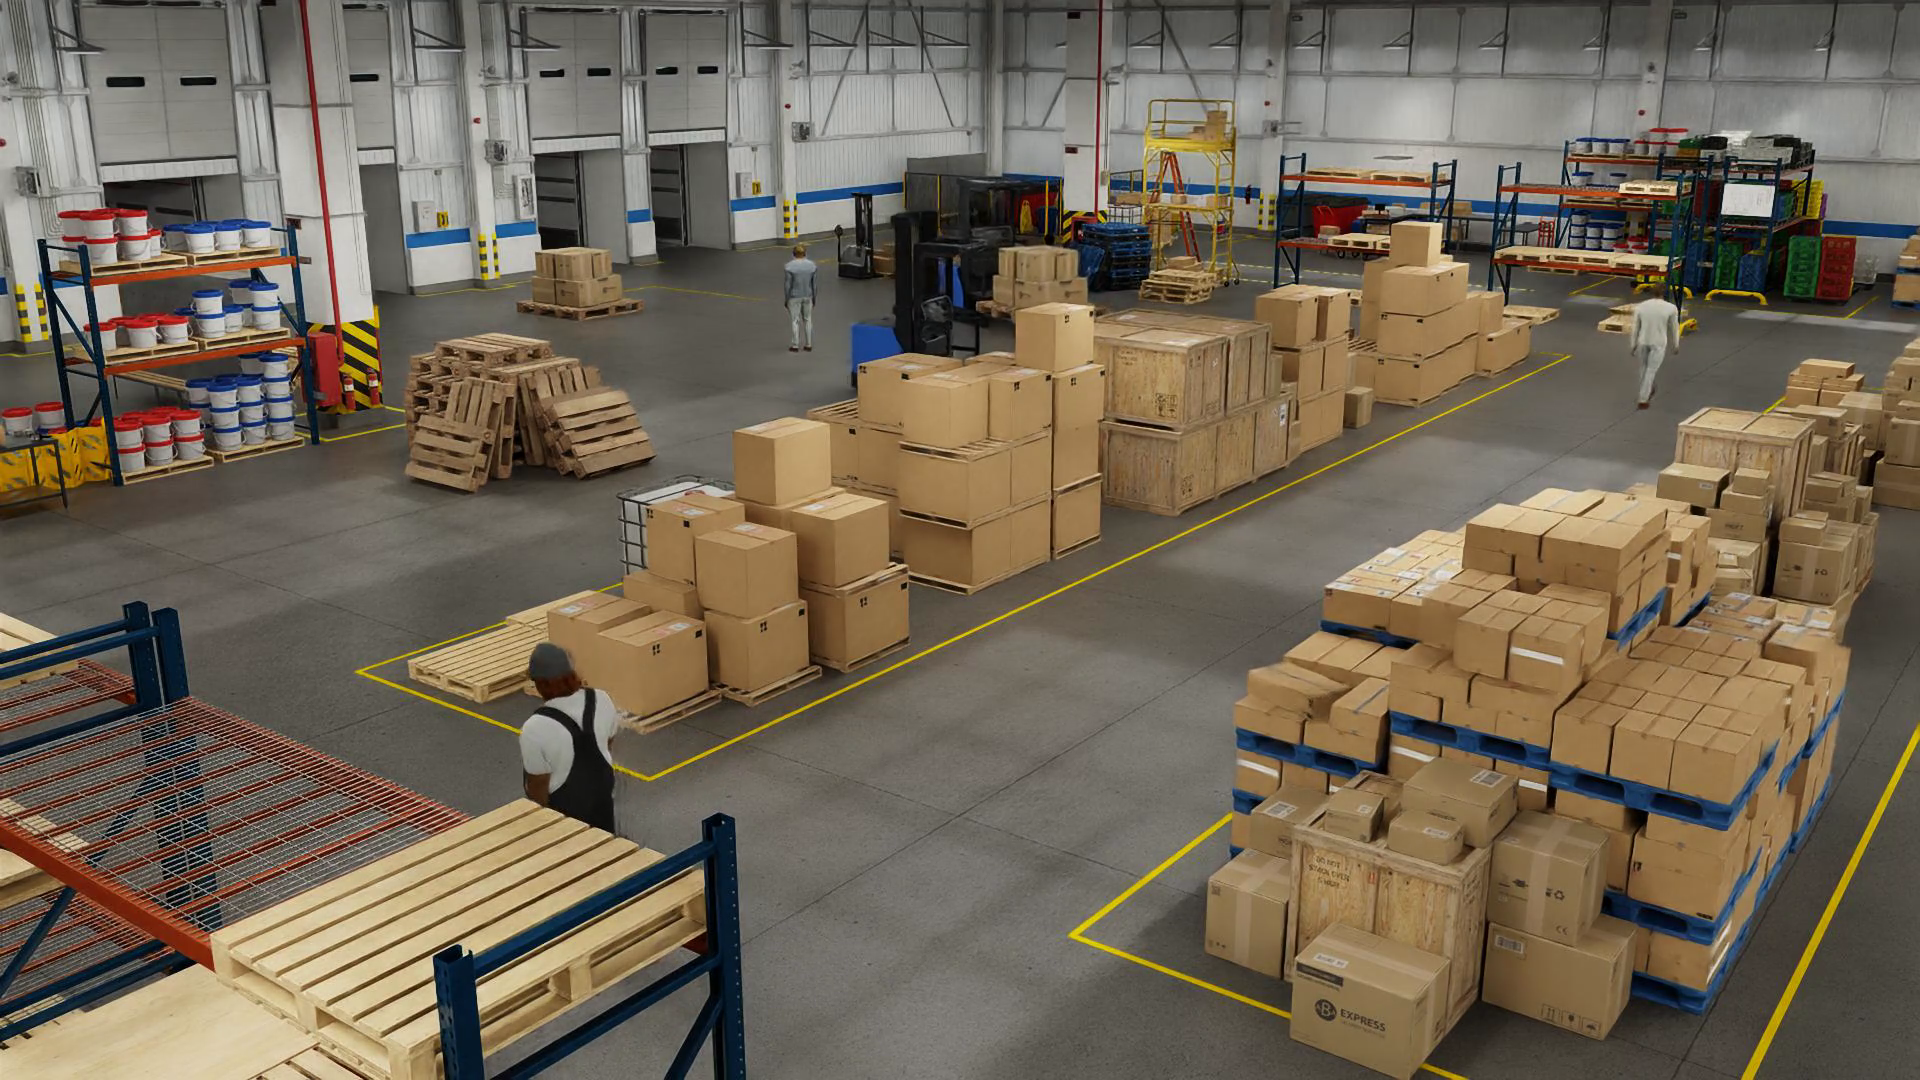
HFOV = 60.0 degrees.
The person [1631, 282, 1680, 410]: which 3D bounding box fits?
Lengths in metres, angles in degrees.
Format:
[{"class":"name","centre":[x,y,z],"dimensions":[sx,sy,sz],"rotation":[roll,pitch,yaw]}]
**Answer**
[{"class":"person","centre":[10.578,-2.966,25.290],"dimensions":[1.020,1.884,0.656],"rotation":[-16,23,-42]}]

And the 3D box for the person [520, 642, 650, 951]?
[{"class":"person","centre":[-2.340,1.540,10.105],"dimensions":[1.015,2.000,0.691],"rotation":[14,22,39]}]

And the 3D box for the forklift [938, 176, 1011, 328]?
[{"class":"forklift","centre":[0.430,-5.728,32.741],"dimensions":[1.129,2.768,1.873],"rotation":[-10,20,-30]}]

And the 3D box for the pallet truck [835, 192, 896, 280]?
[{"class":"pallet truck","centre":[-1.936,-7.159,38.982],"dimensions":[1.885,1.965,0.823],"rotation":[-12,21,-34]}]

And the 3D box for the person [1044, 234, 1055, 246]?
[{"class":"person","centre":[1.756,-5.295,33.366],"dimensions":[0.549,1.672,0.717],"rotation":[-1,17,-4]}]

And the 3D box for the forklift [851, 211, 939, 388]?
[{"class":"forklift","centre":[-0.696,-3.733,26.136],"dimensions":[1.873,2.768,1.129],"rotation":[9,19,27]}]

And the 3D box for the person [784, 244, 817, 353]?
[{"class":"person","centre":[-2.842,-4.309,29.672],"dimensions":[0.634,1.930,0.384],"rotation":[-9,19,-28]}]
